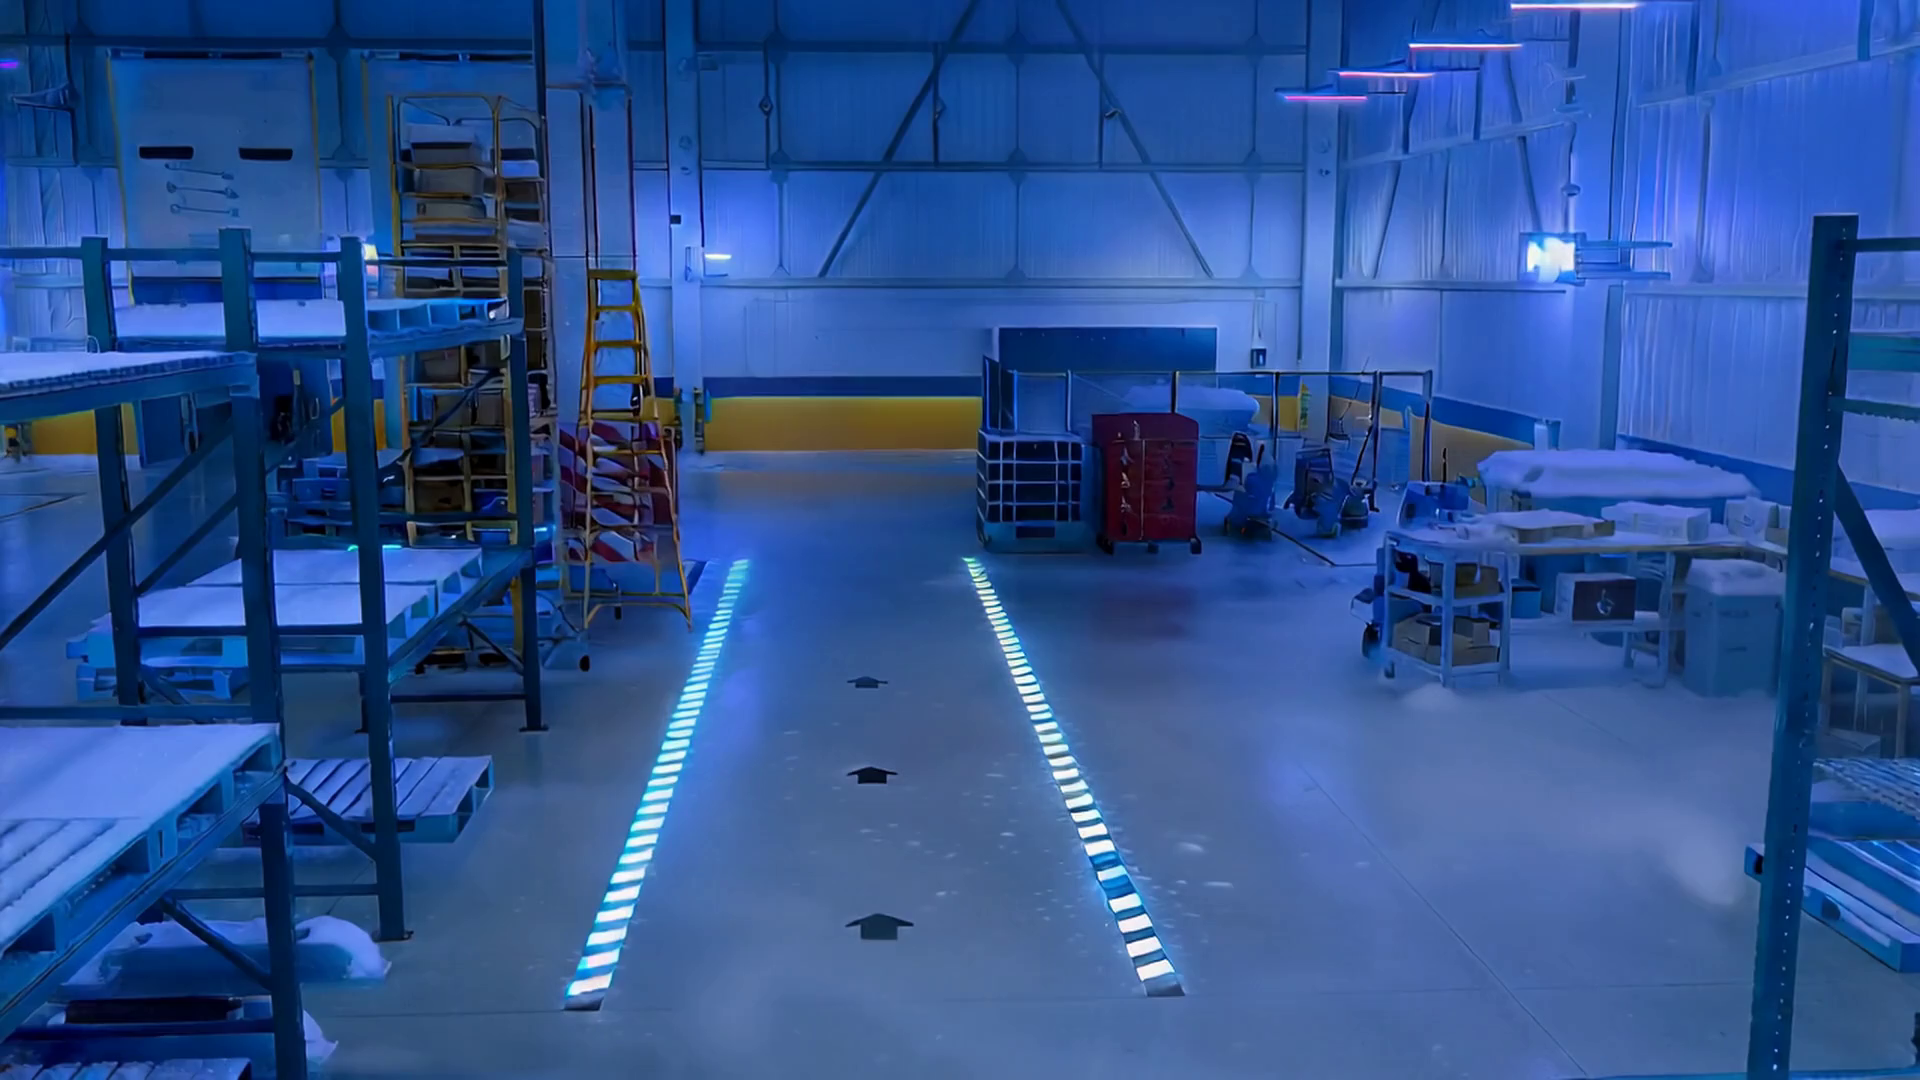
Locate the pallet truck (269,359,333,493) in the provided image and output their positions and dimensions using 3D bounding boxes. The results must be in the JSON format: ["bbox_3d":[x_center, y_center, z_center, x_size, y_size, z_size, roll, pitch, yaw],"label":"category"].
[{"bbox_3d":[-7.062,-1.131,18.996,1.885,1.965,0.823,2,9,13],"label":"pallet truck"}]
